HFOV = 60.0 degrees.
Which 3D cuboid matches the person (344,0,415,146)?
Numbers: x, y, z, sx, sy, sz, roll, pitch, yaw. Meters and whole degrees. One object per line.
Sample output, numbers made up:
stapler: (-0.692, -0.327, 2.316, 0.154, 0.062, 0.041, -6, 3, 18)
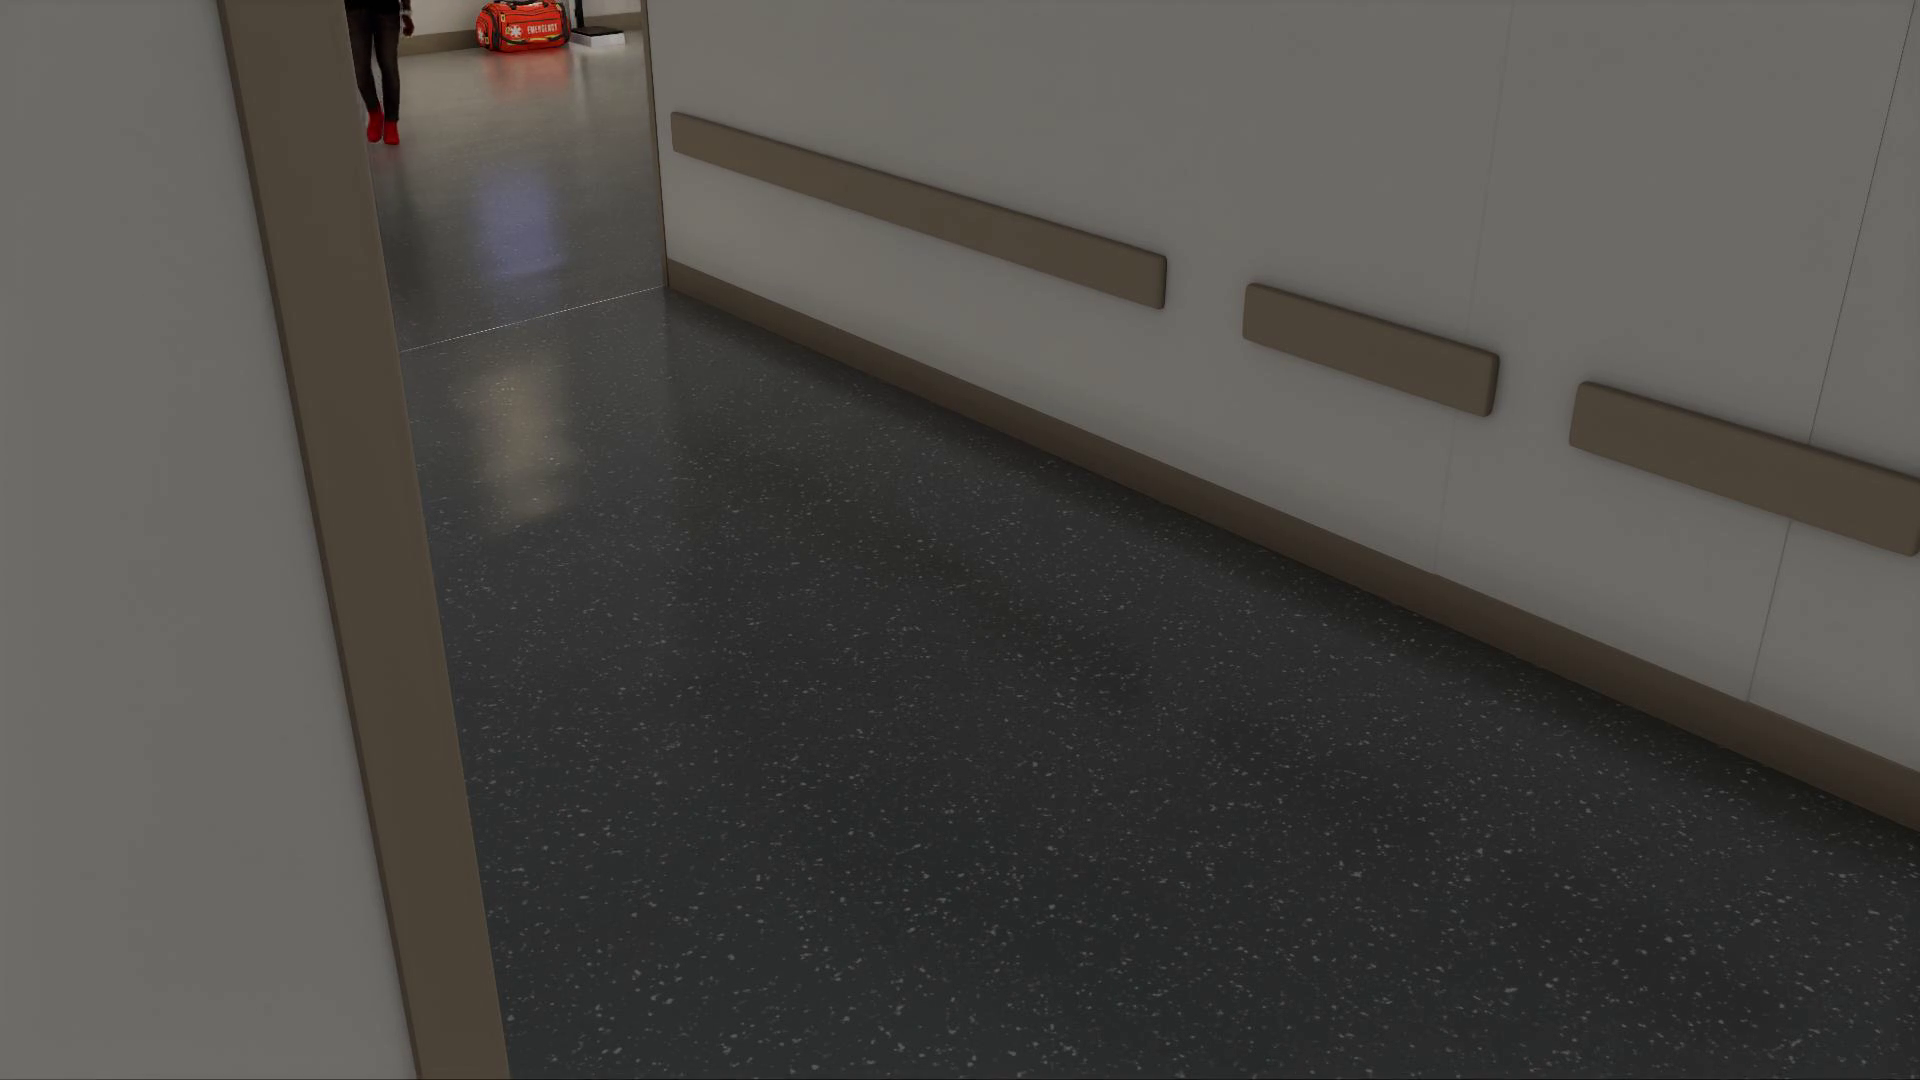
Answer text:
person: (-3.900, -3.537, 10.995, 0.693, 1.791, 0.839, -8, 27, -16)
